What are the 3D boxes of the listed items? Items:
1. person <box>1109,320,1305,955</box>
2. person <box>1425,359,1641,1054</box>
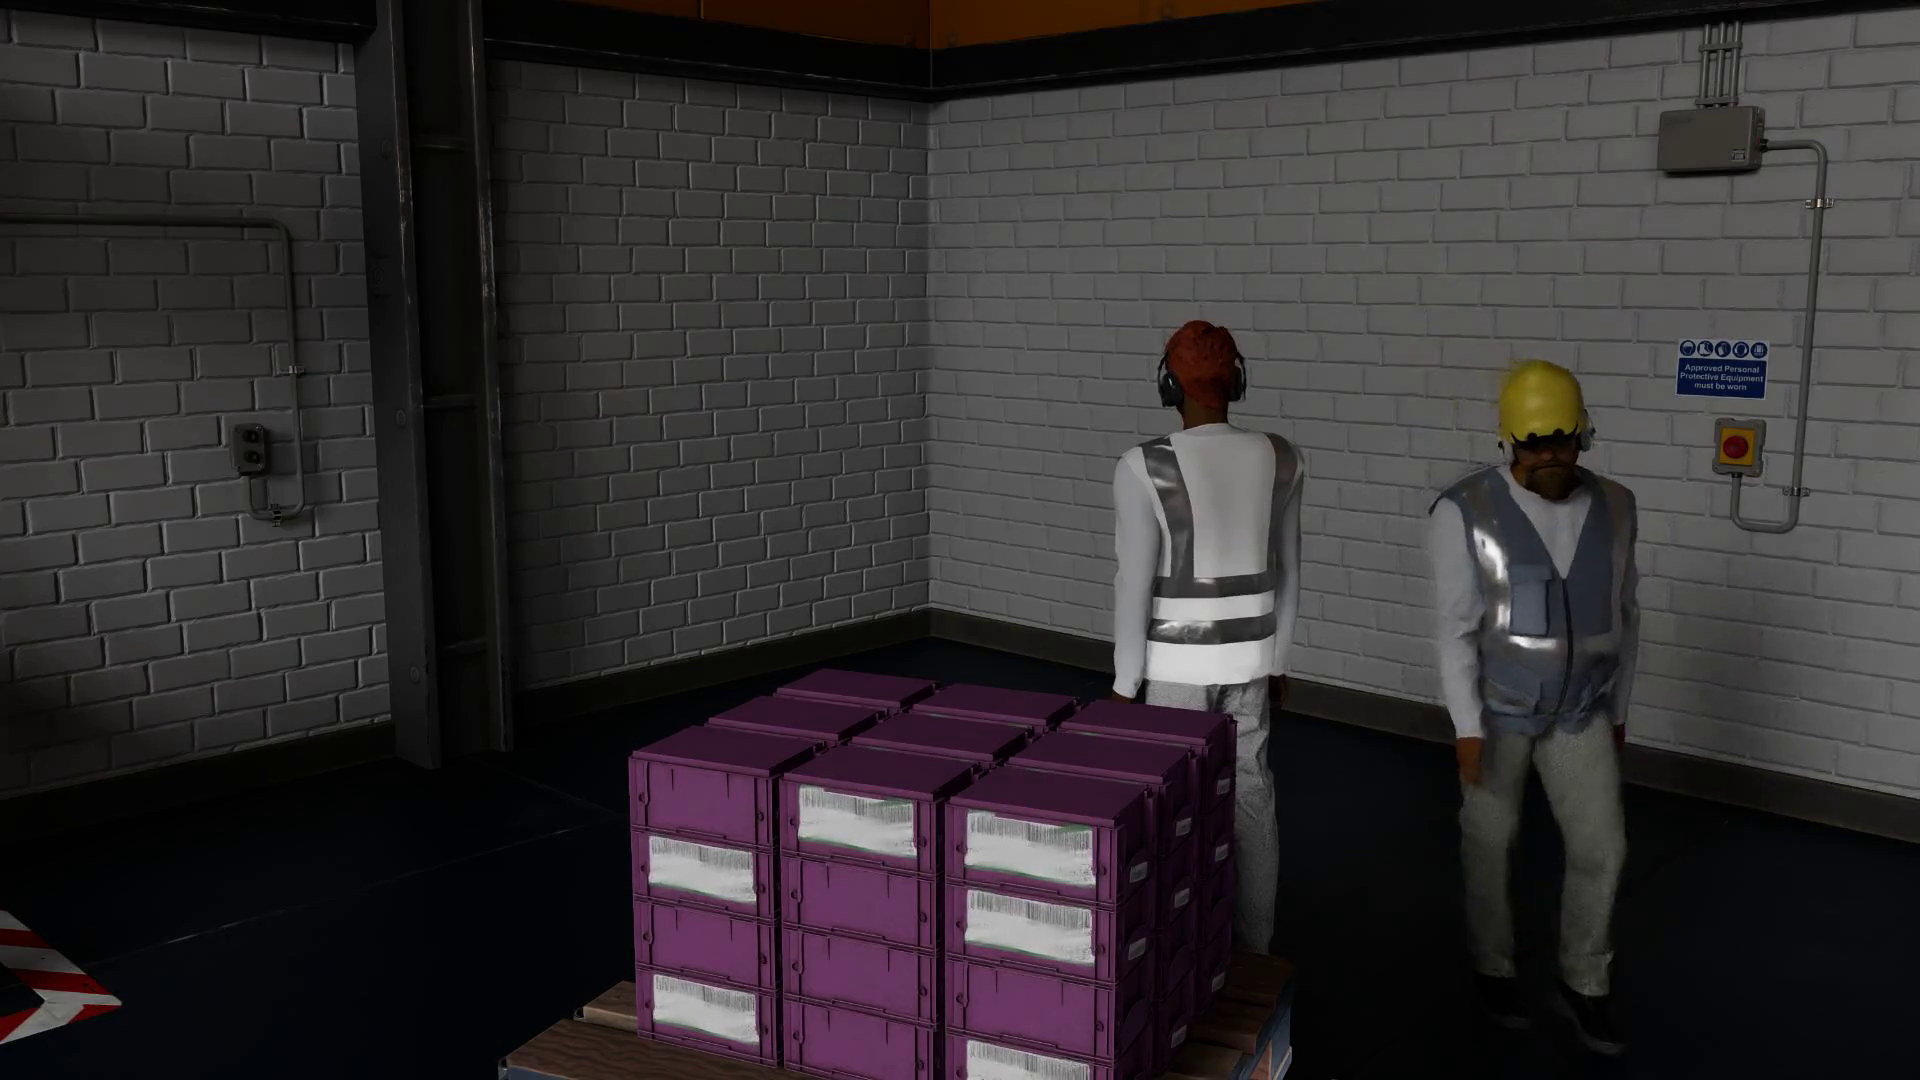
[{"bbox_3d":[0.665,0.347,4.558,0.576,1.886,0.362,-4,10,-21],"label":"person"},{"bbox_3d":[1.501,0.437,4.290,0.601,1.794,0.633,-1,9,-5],"label":"person"}]
